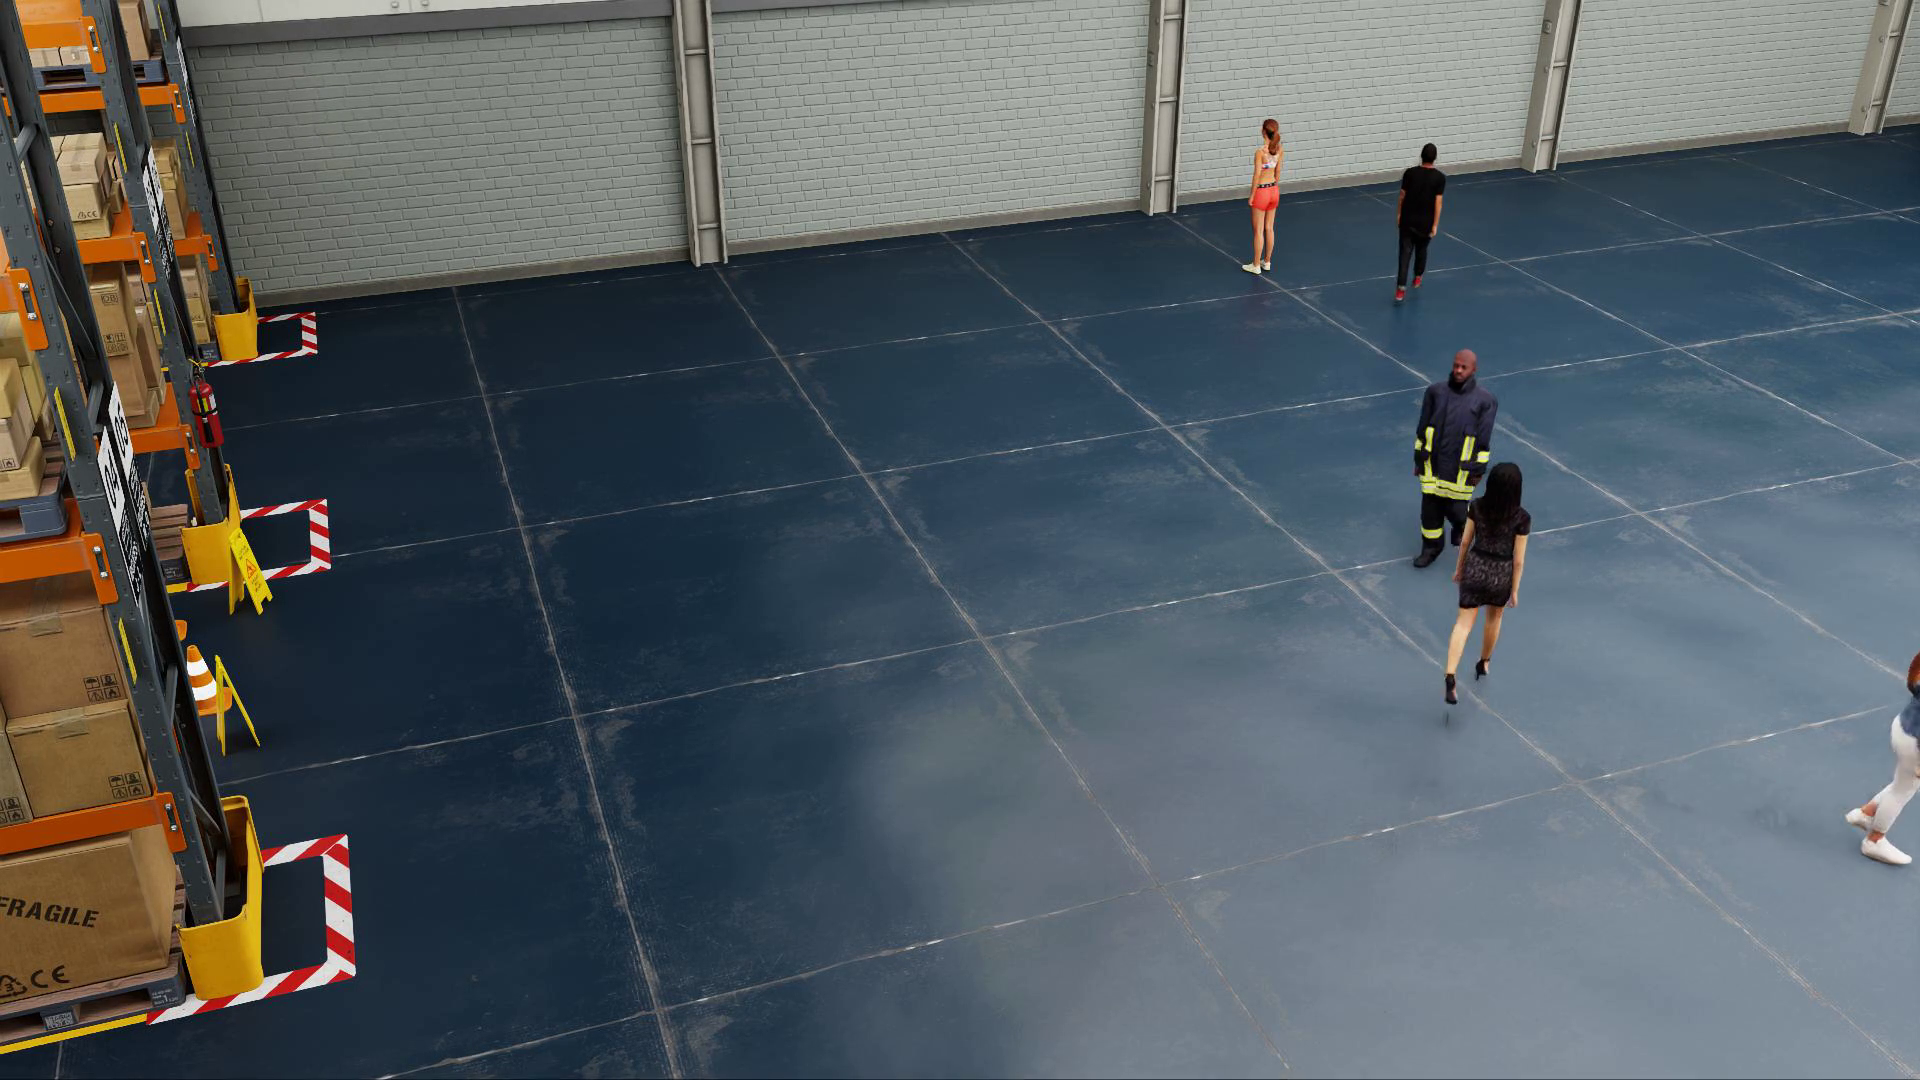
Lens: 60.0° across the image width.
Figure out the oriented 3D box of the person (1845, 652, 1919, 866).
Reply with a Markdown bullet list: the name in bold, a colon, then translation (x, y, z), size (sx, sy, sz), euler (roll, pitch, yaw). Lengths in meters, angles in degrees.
- **person**: translation (5.538, 1.153, 9.798), size (0.824, 1.689, 0.758), euler (14, 31, 25)

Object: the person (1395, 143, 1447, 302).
- **person**: translation (5.064, -3.493, 18.493), size (1.166, 1.716, 1.164), euler (9, 29, 17)

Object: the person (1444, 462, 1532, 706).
- **person**: translation (3.533, 0.334, 11.261), size (1.025, 1.760, 1.130), euler (15, 31, 25)

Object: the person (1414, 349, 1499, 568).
- **person**: translation (3.884, -0.673, 13.099), size (1.010, 1.809, 1.098), euler (18, 33, 30)

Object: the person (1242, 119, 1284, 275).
- **person**: translation (3.555, -4.003, 19.369), size (0.567, 1.792, 0.681), euler (-17, 33, -29)
